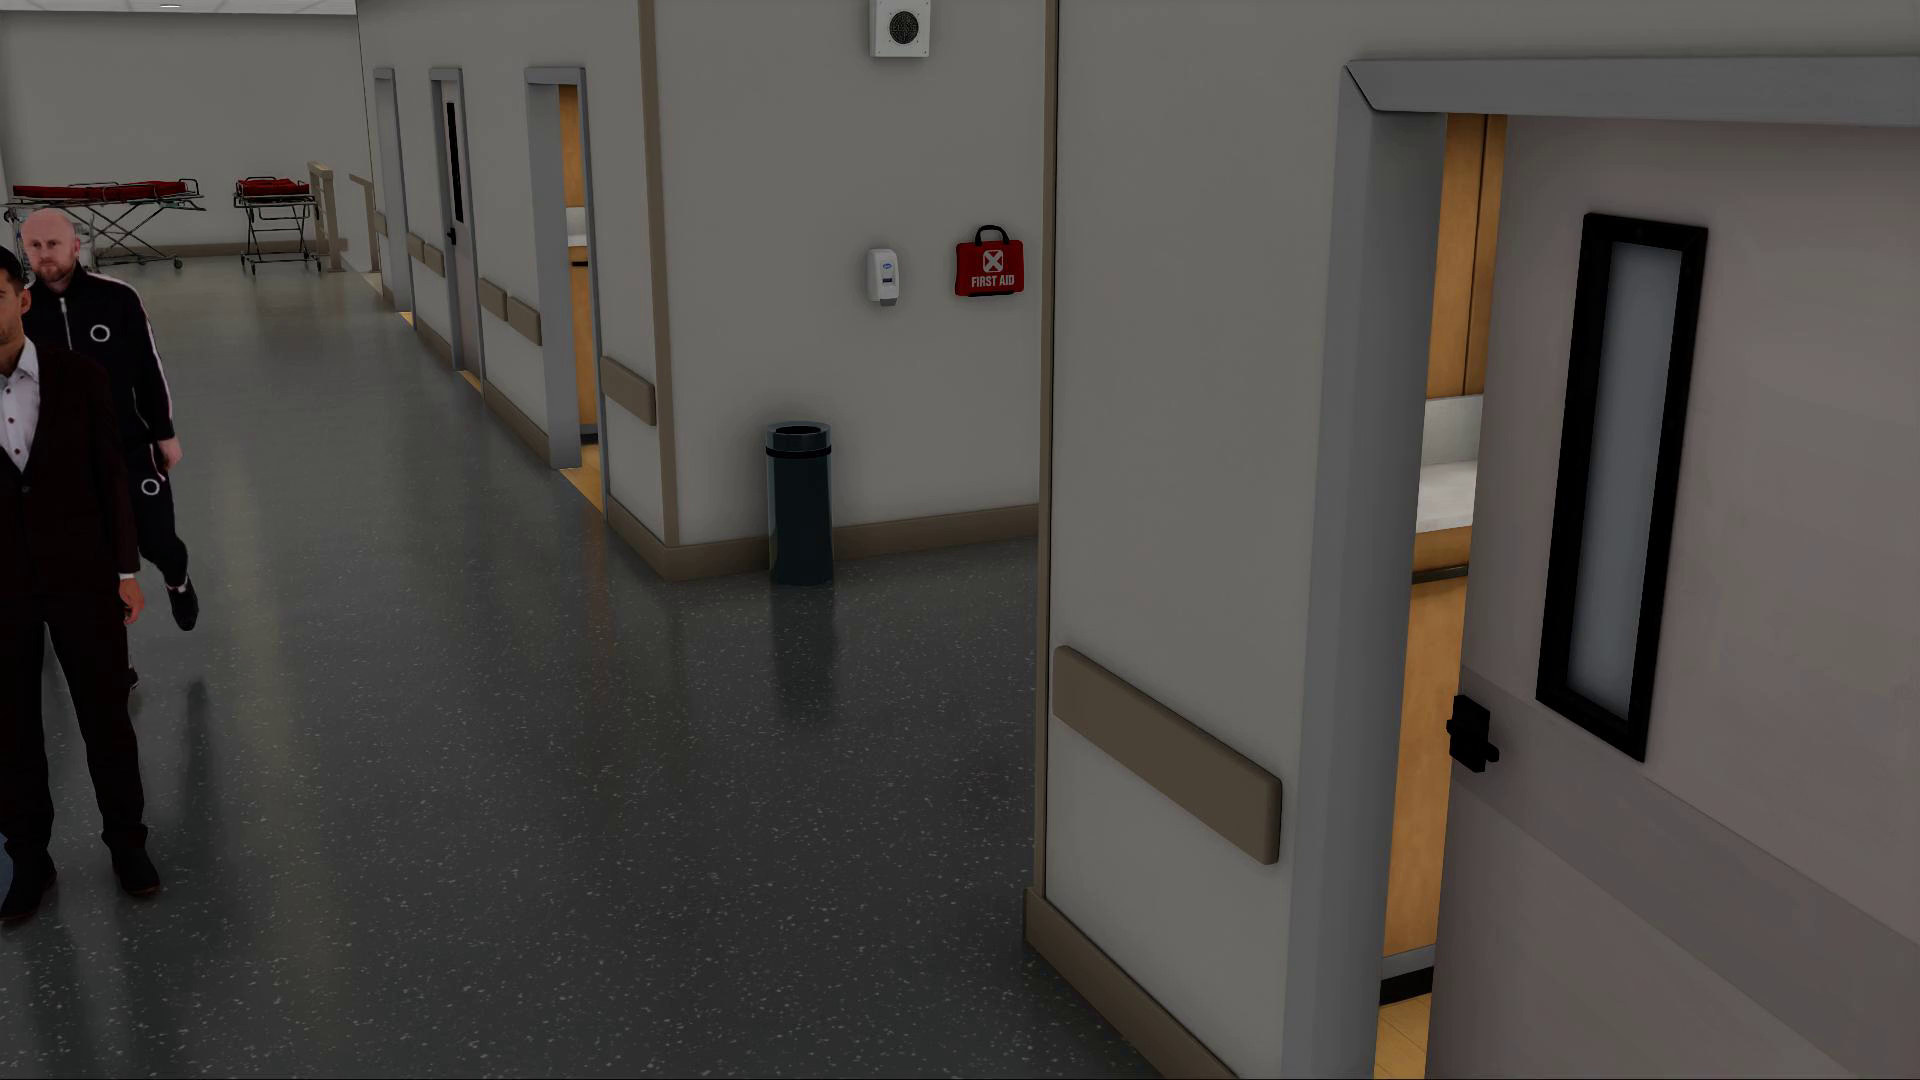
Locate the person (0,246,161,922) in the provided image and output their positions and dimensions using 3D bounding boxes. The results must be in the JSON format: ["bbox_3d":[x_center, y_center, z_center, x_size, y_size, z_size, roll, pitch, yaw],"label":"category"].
[{"bbox_3d":[-2.549,0.108,4.602,0.684,1.864,0.569,-8,18,-26],"label":"person"}]

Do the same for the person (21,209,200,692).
[{"bbox_3d":[-3.194,-0.324,6.224,0.787,1.815,1.016,-6,17,-20],"label":"person"}]
